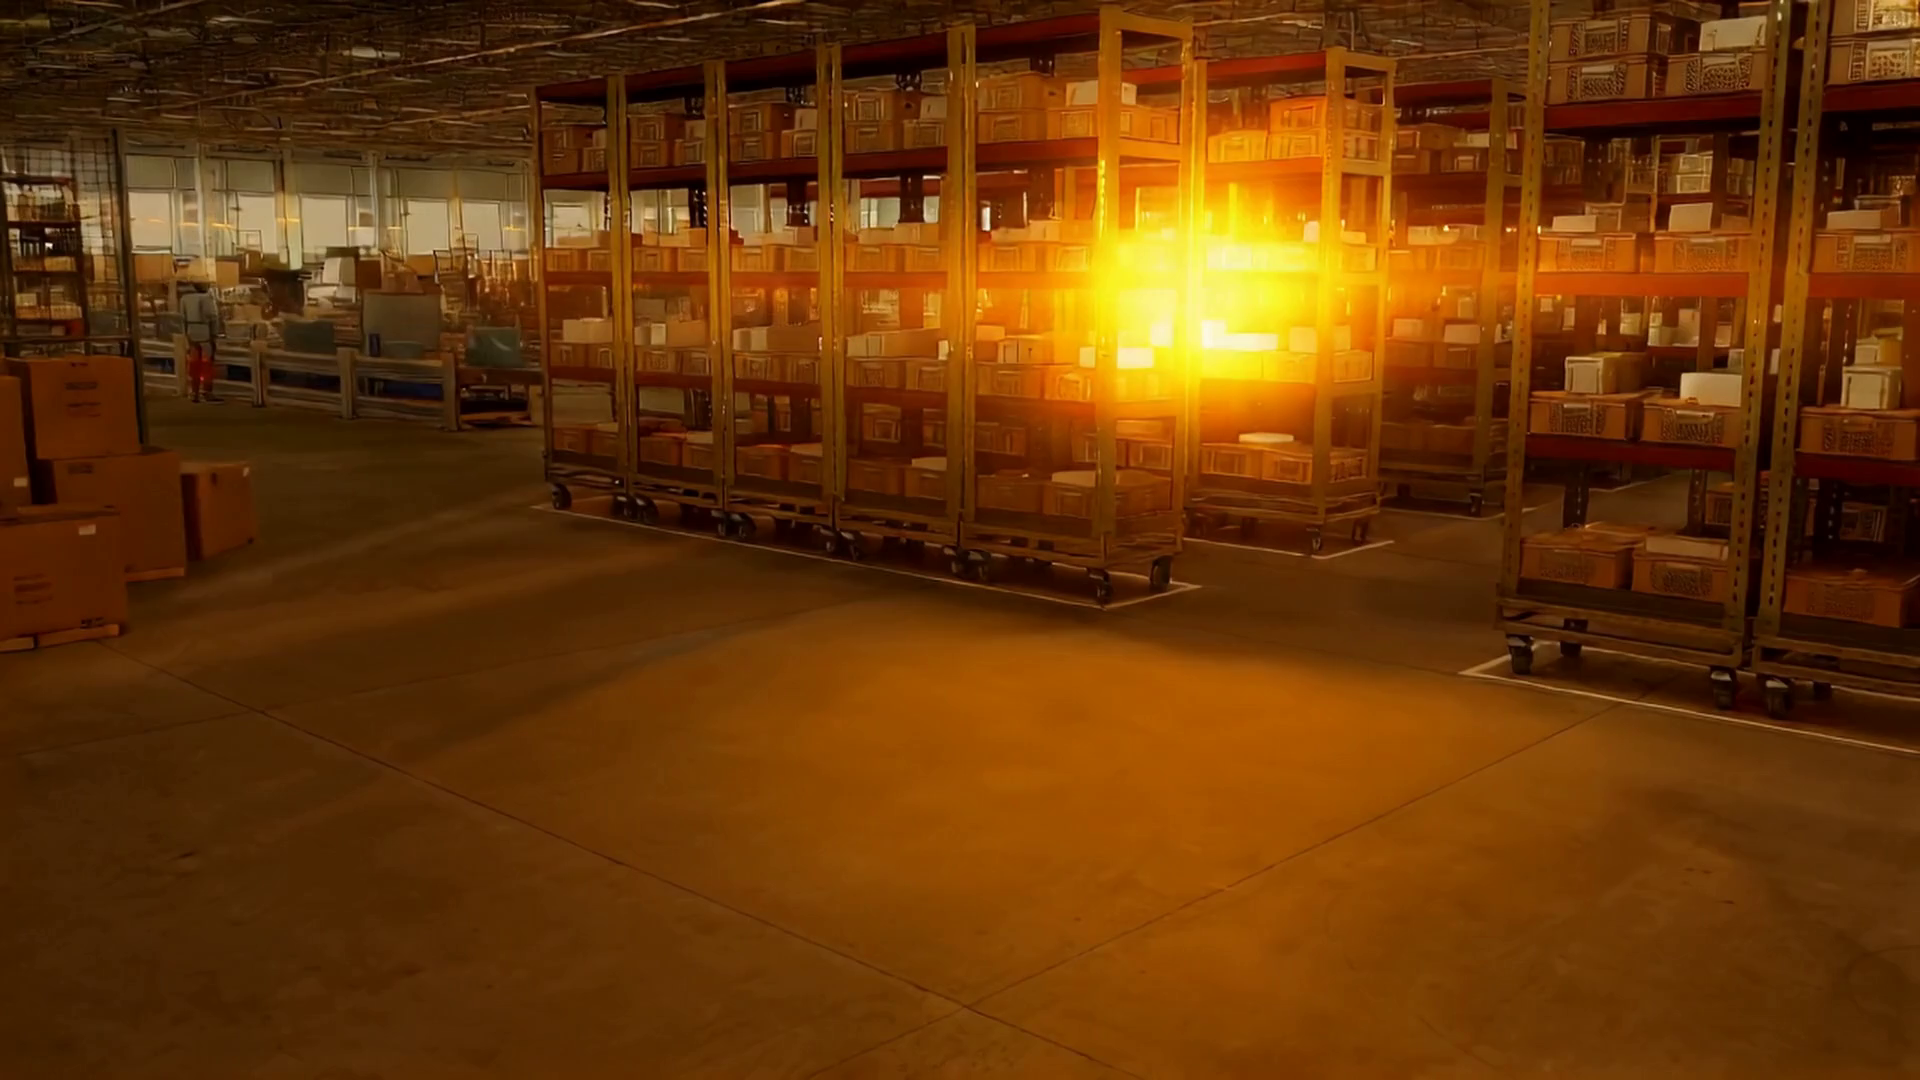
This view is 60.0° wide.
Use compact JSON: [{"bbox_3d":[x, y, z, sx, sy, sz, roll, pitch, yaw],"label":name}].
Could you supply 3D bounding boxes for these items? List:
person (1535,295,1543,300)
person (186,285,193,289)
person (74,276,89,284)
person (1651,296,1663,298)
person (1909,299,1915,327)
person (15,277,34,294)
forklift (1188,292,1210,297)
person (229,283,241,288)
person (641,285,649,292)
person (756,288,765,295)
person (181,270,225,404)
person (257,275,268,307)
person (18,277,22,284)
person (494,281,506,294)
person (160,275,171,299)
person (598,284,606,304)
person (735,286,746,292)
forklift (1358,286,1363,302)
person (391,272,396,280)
[{"bbox_3d":[15.389,-6.147,44.876,0.597,1.828,0.403,1,9,4],"label":"person"},{"bbox_3d":[-27.007,-8.382,58.441,0.521,1.865,0.319,4,10,24],"label":"person"},{"bbox_3d":[-42.298,-11.910,80.145,0.626,1.844,0.429,-5,10,-27],"label":"person"},{"bbox_3d":[12.454,-3.690,29.552,0.626,1.908,0.909,-6,11,-33],"label":"person"},{"bbox_3d":[12.628,-2.428,22.085,0.575,1.814,0.603,5,10,28],"label":"person"},{"bbox_3d":[-29.821,-7.539,53.100,0.541,1.928,0.398,-9,13,-43],"label":"person"},{"bbox_3d":[8.652,-9.443,61.840,1.873,2.768,1.129,9,13,43],"label":"forklift"},{"bbox_3d":[-27.266,-9.081,62.568,0.598,1.915,0.375,5,10,27],"label":"person"},{"bbox_3d":[-11.612,-8.667,60.946,0.672,1.609,0.529,-3,10,-15],"label":"person"},{"bbox_3d":[-8.751,-10.764,73.112,0.972,1.832,0.597,5,10,27],"label":"person"},{"bbox_3d":[-11.642,-3.106,25.551,0.609,2.043,0.376,4,10,25],"label":"person"},{"bbox_3d":[-23.819,-8.125,56.899,0.424,1.856,0.530,-4,10,-26],"label":"person"},{"bbox_3d":[-43.479,-11.484,77.294,0.824,1.926,0.600,-2,9,-9],"label":"person"},{"bbox_3d":[-16.148,-8.306,58.520,0.533,1.693,0.319,6,11,31],"label":"person"},{"bbox_3d":[-35.794,-11.045,75.026,0.973,1.791,0.646,2,10,14],"label":"person"},{"bbox_3d":[-13.460,-9.087,62.542,0.360,1.938,0.545,2,9,10],"label":"person"},{"bbox_3d":[-8.380,-9.131,62.497,0.673,2.000,0.536,-1,9,-5],"label":"person"},{"bbox_3d":[11.100,-7.017,46.970,1.873,2.768,1.129,9,13,43],"label":"forklift"},{"bbox_3d":[-29.006,-12.799,85.339,0.594,1.922,0.386,9,13,43],"label":"person"}]
